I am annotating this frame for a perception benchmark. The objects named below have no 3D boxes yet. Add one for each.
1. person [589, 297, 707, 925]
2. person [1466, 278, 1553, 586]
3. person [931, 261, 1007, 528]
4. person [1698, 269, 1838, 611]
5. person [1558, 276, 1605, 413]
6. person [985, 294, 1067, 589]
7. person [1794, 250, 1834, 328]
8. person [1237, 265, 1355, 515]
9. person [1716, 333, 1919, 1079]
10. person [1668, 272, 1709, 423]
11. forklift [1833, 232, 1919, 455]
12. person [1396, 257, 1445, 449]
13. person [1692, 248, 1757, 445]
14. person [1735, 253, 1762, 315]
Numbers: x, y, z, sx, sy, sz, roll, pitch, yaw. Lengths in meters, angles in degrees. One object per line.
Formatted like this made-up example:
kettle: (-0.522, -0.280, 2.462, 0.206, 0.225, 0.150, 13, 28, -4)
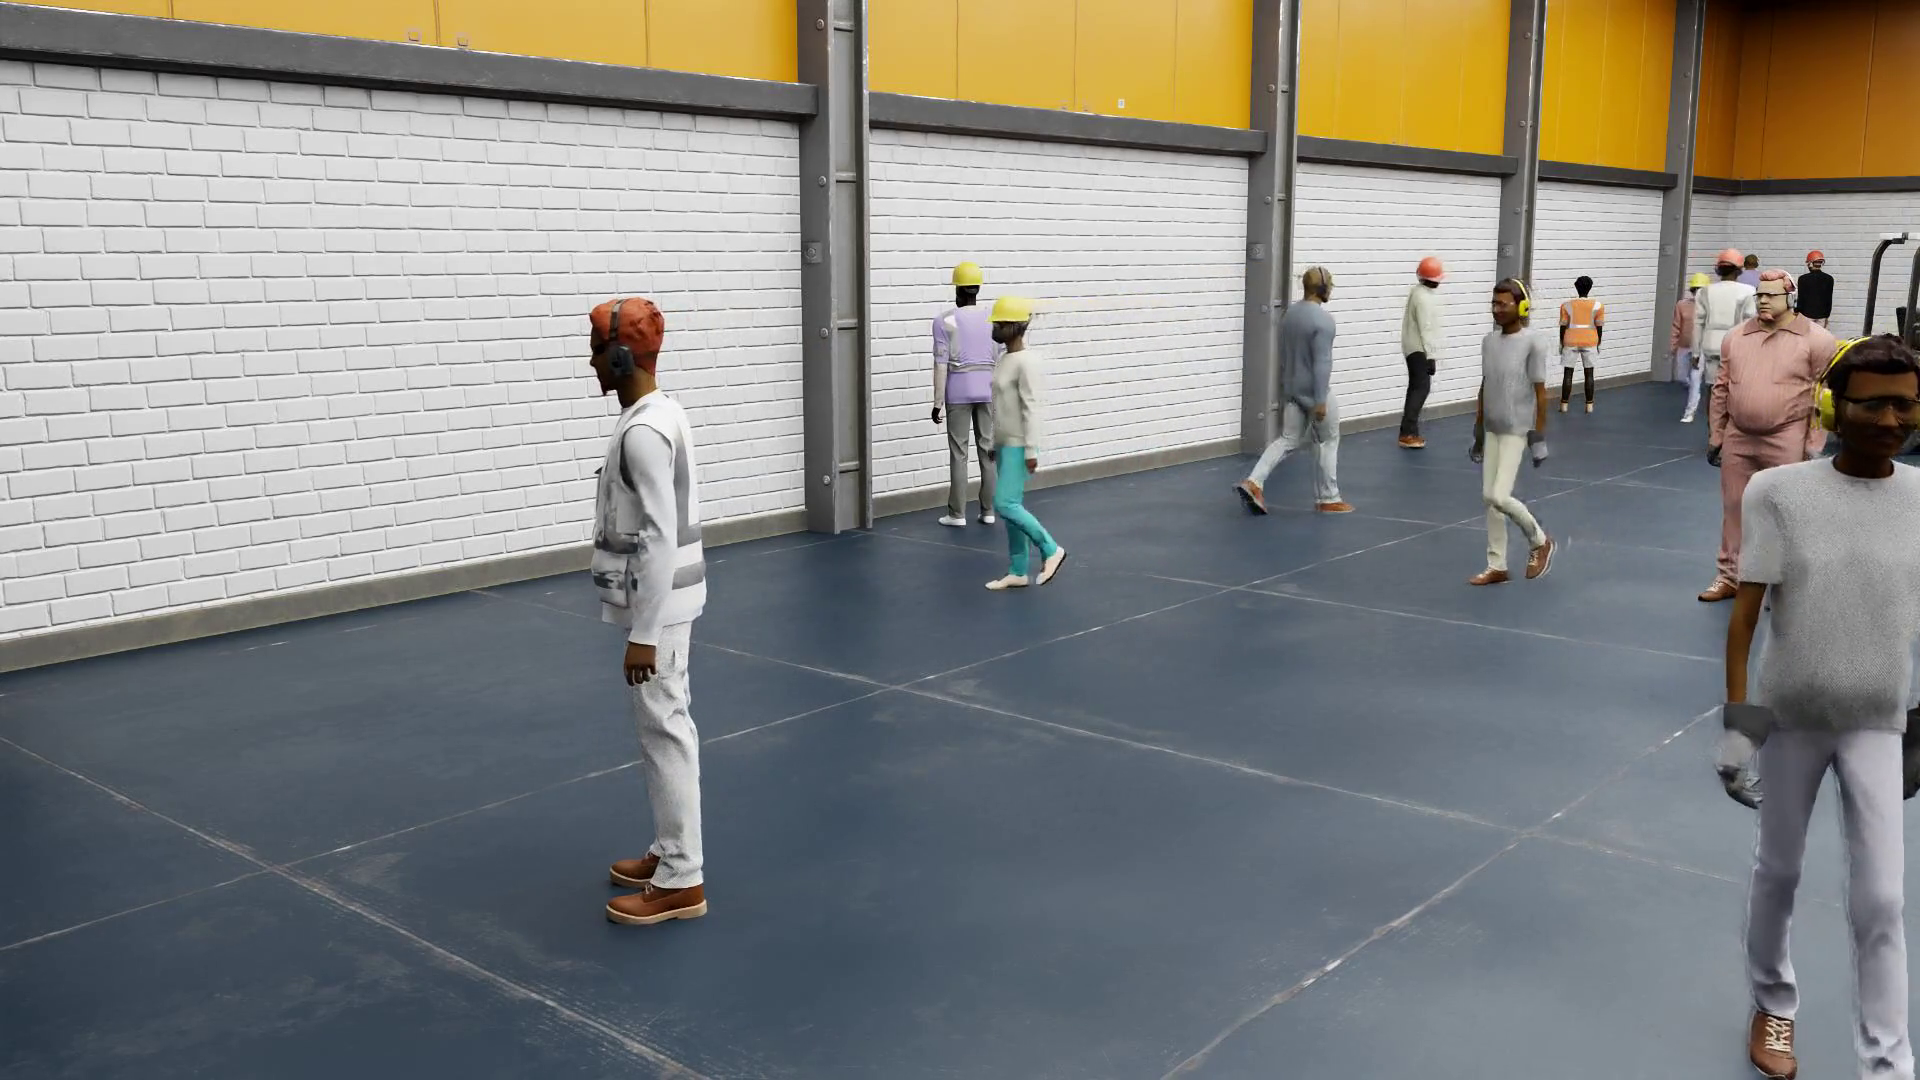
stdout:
person: (-0.937, 0.215, 5.028, 0.339, 1.882, 0.581, -1, 10, -7)
person: (3.291, -0.635, 9.964, 0.458, 1.856, 0.508, -4, 11, -22)
person: (0.062, -1.051, 12.101, 0.588, 1.930, 0.362, -5, 11, -24)
person: (4.523, -0.558, 9.361, 0.404, 1.906, 0.652, -9, 13, -41)
person: (7.638, -2.400, 20.479, 0.532, 1.691, 0.322, 3, 11, 18)
person: (0.335, -0.562, 9.798, 0.412, 1.758, 0.522, -3, 10, -14)
person: (13.141, -3.460, 25.666, 0.613, 1.988, 0.402, -2, 10, -12)
person: (2.565, -1.117, 12.569, 0.910, 1.911, 0.641, -4, 11, -20)
person: (2.014, 0.458, 3.807, 0.520, 1.835, 0.836, 3, 10, 17)
person: (8.618, -2.257, 19.470, 0.642, 1.747, 0.535, -9, 14, -42)
forklift: (9.955, -1.972, 16.595, 2.313, 2.155, 1.214, 1, 10, 8)
person: (4.672, -1.897, 16.918, 0.387, 1.944, 0.709, 1, 10, 6)
person: (7.706, -1.928, 16.815, 0.628, 2.025, 0.592, 9, 13, 41)
person: (12.489, -3.567, 26.404, 0.632, 1.938, 0.359, 3, 11, 19)
